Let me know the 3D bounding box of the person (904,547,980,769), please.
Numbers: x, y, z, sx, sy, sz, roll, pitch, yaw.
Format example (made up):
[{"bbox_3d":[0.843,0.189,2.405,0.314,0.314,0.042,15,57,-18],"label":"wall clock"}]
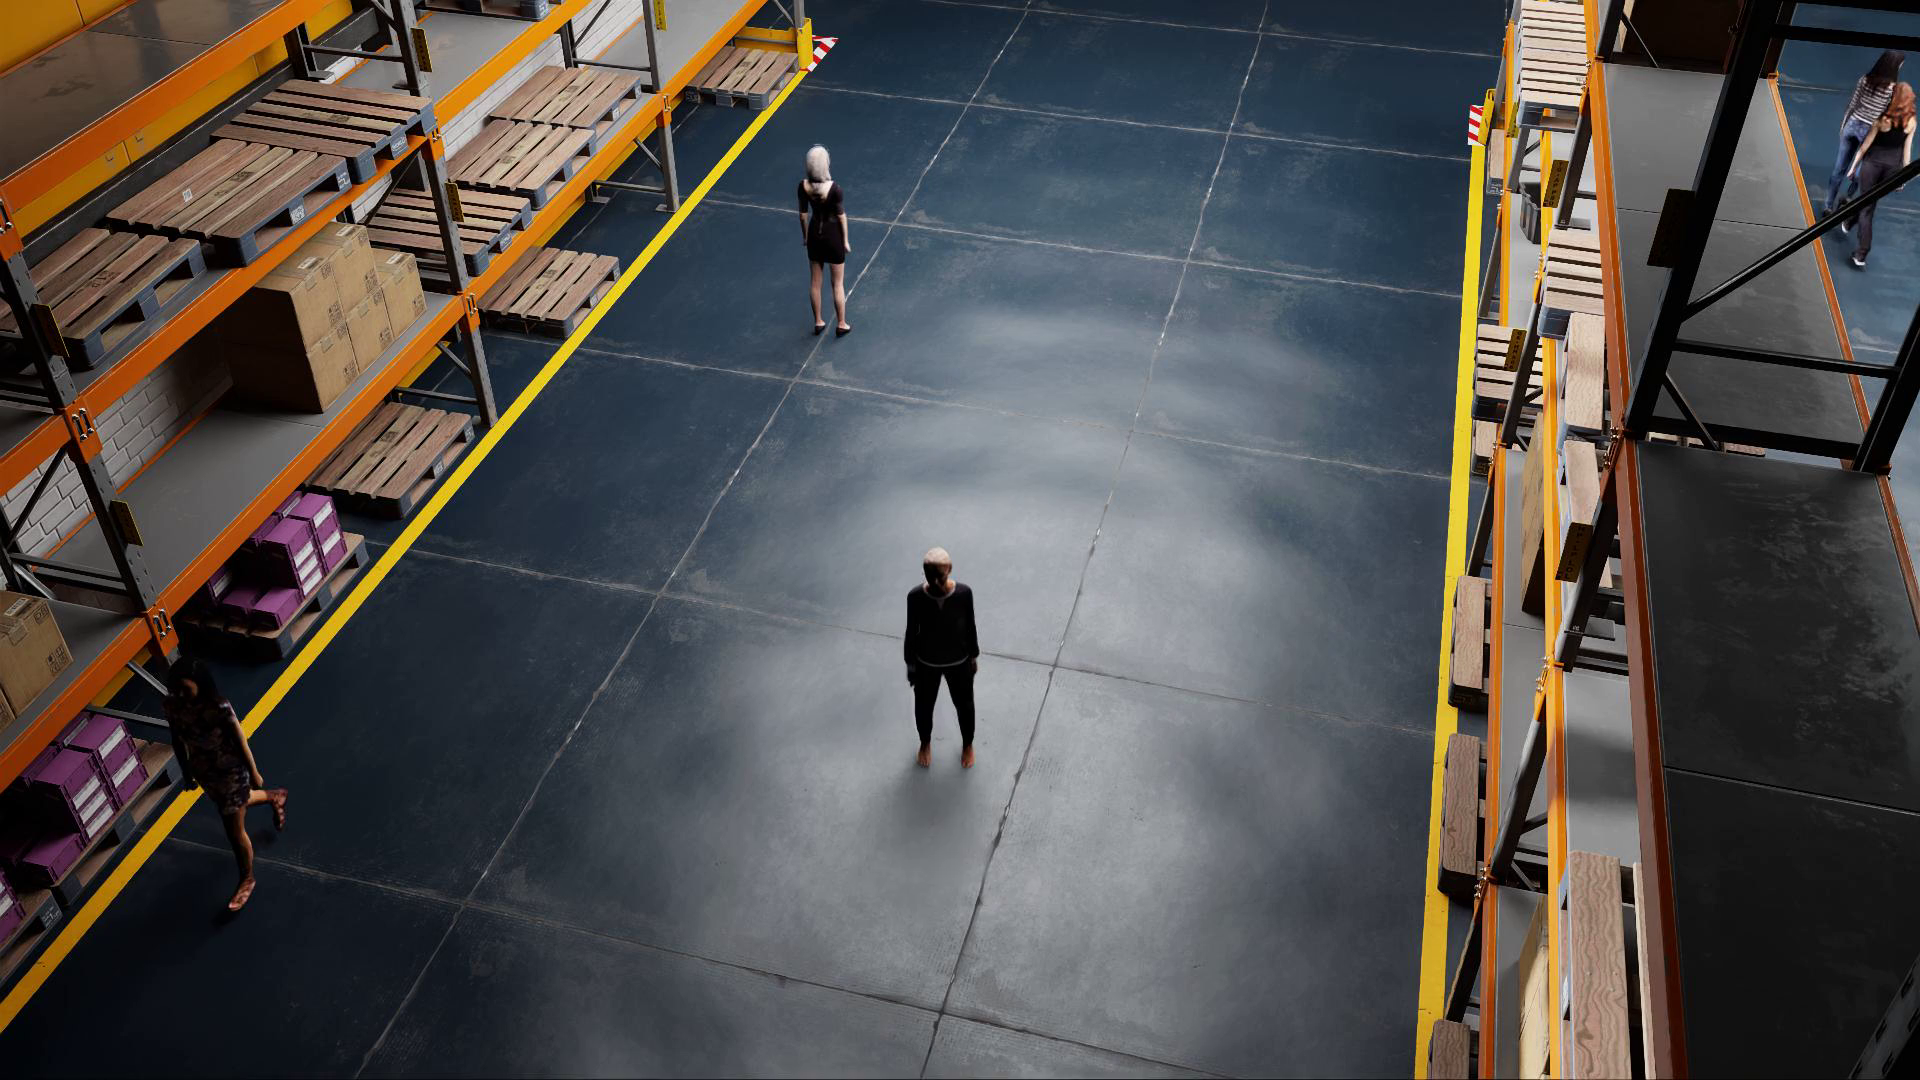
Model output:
[{"bbox_3d":[-0.126,0.714,10.588,0.696,1.721,0.654,-3,39,-3],"label":"person"}]

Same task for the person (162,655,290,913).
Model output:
[{"bbox_3d":[-4.320,1.326,9.834,0.662,1.705,1.088,6,39,8],"label":"person"}]

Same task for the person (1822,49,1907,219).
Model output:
[{"bbox_3d":[8.809,-3.932,16.366,0.918,1.769,0.840,-28,46,-30],"label":"person"}]

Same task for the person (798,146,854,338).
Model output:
[{"bbox_3d":[-1.192,-2.631,14.690,0.577,1.829,0.486,10,40,12],"label":"person"}]

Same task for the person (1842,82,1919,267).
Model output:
[{"bbox_3d":[8.741,-3.431,15.810,0.722,1.682,1.164,4,39,5],"label":"person"}]
